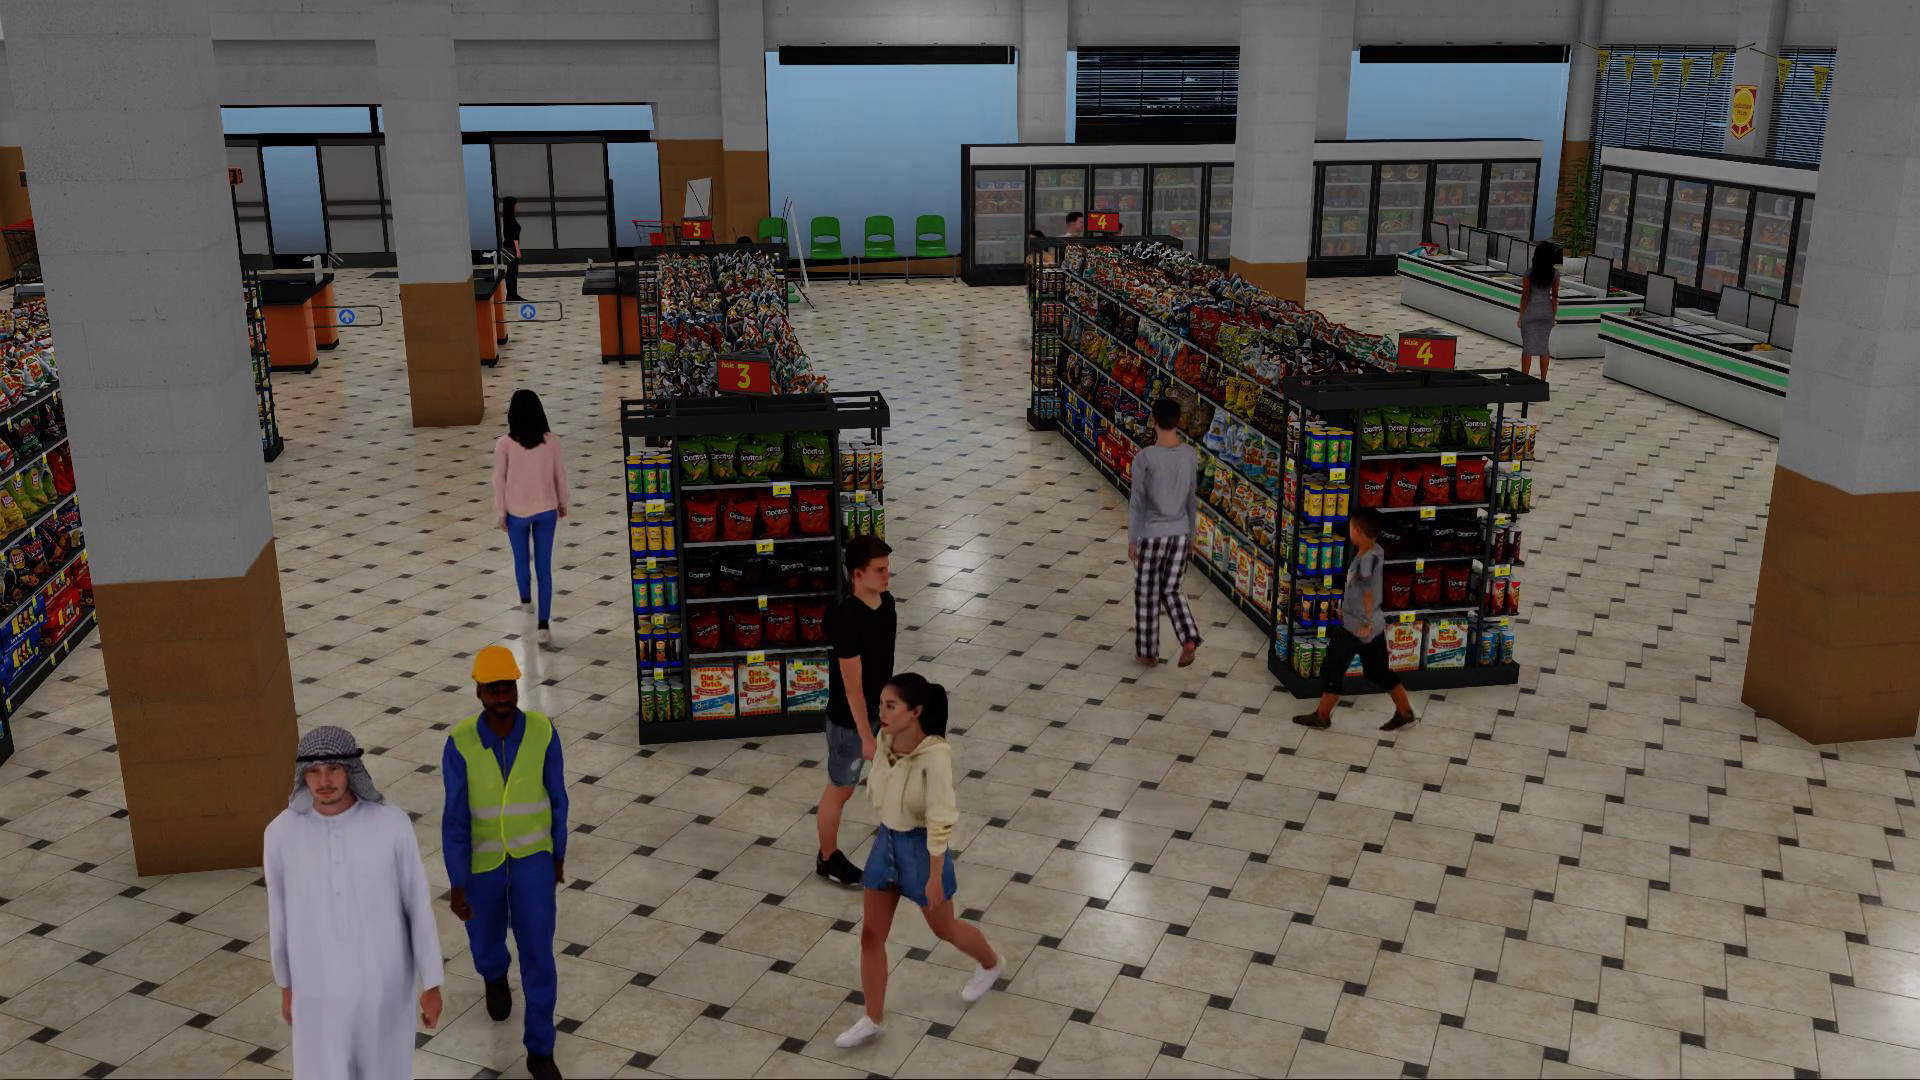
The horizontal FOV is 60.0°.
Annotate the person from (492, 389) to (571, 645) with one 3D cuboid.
[{"bbox_3d":[-2.939,-0.128,11.451,0.773,1.727,1.118,-5,18,-17],"label":"person"}]

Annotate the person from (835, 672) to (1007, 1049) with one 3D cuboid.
[{"bbox_3d":[-0.127,1.311,6.928,1.046,1.599,1.133,-14,22,-38],"label":"person"}]

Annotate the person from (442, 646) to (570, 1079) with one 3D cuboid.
[{"bbox_3d":[-1.859,1.268,6.740,0.813,1.791,1.203,-6,18,-20],"label":"person"}]

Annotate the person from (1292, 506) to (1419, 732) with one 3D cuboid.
[{"bbox_3d":[2.503,0.458,10.036,0.909,1.425,0.999,4,17,12],"label":"person"}]

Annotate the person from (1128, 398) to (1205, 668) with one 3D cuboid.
[{"bbox_3d":[1.349,0.009,10.818,0.688,1.831,0.874,-5,18,-17],"label":"person"}]

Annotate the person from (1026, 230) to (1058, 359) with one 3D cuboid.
[{"bbox_3d":[1.081,-3.077,21.202,0.944,1.702,0.998,11,20,33],"label":"person"}]

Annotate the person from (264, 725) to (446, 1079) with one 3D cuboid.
[{"bbox_3d":[-2.091,1.505,5.780,0.821,1.895,1.201,-6,18,-18],"label":"person"}]

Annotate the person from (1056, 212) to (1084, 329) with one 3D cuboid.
[{"bbox_3d":[1.369,-3.411,22.057,0.971,1.845,0.909,14,22,38],"label":"person"}]

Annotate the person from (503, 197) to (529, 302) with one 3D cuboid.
[{"bbox_3d":[-7.105,-4.602,26.330,0.719,1.641,0.588,-12,20,-34],"label":"person"}]

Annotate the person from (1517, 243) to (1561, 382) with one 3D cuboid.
[{"bbox_3d":[6.744,-2.578,19.424,0.636,1.781,0.591,1,17,3],"label":"person"}]
